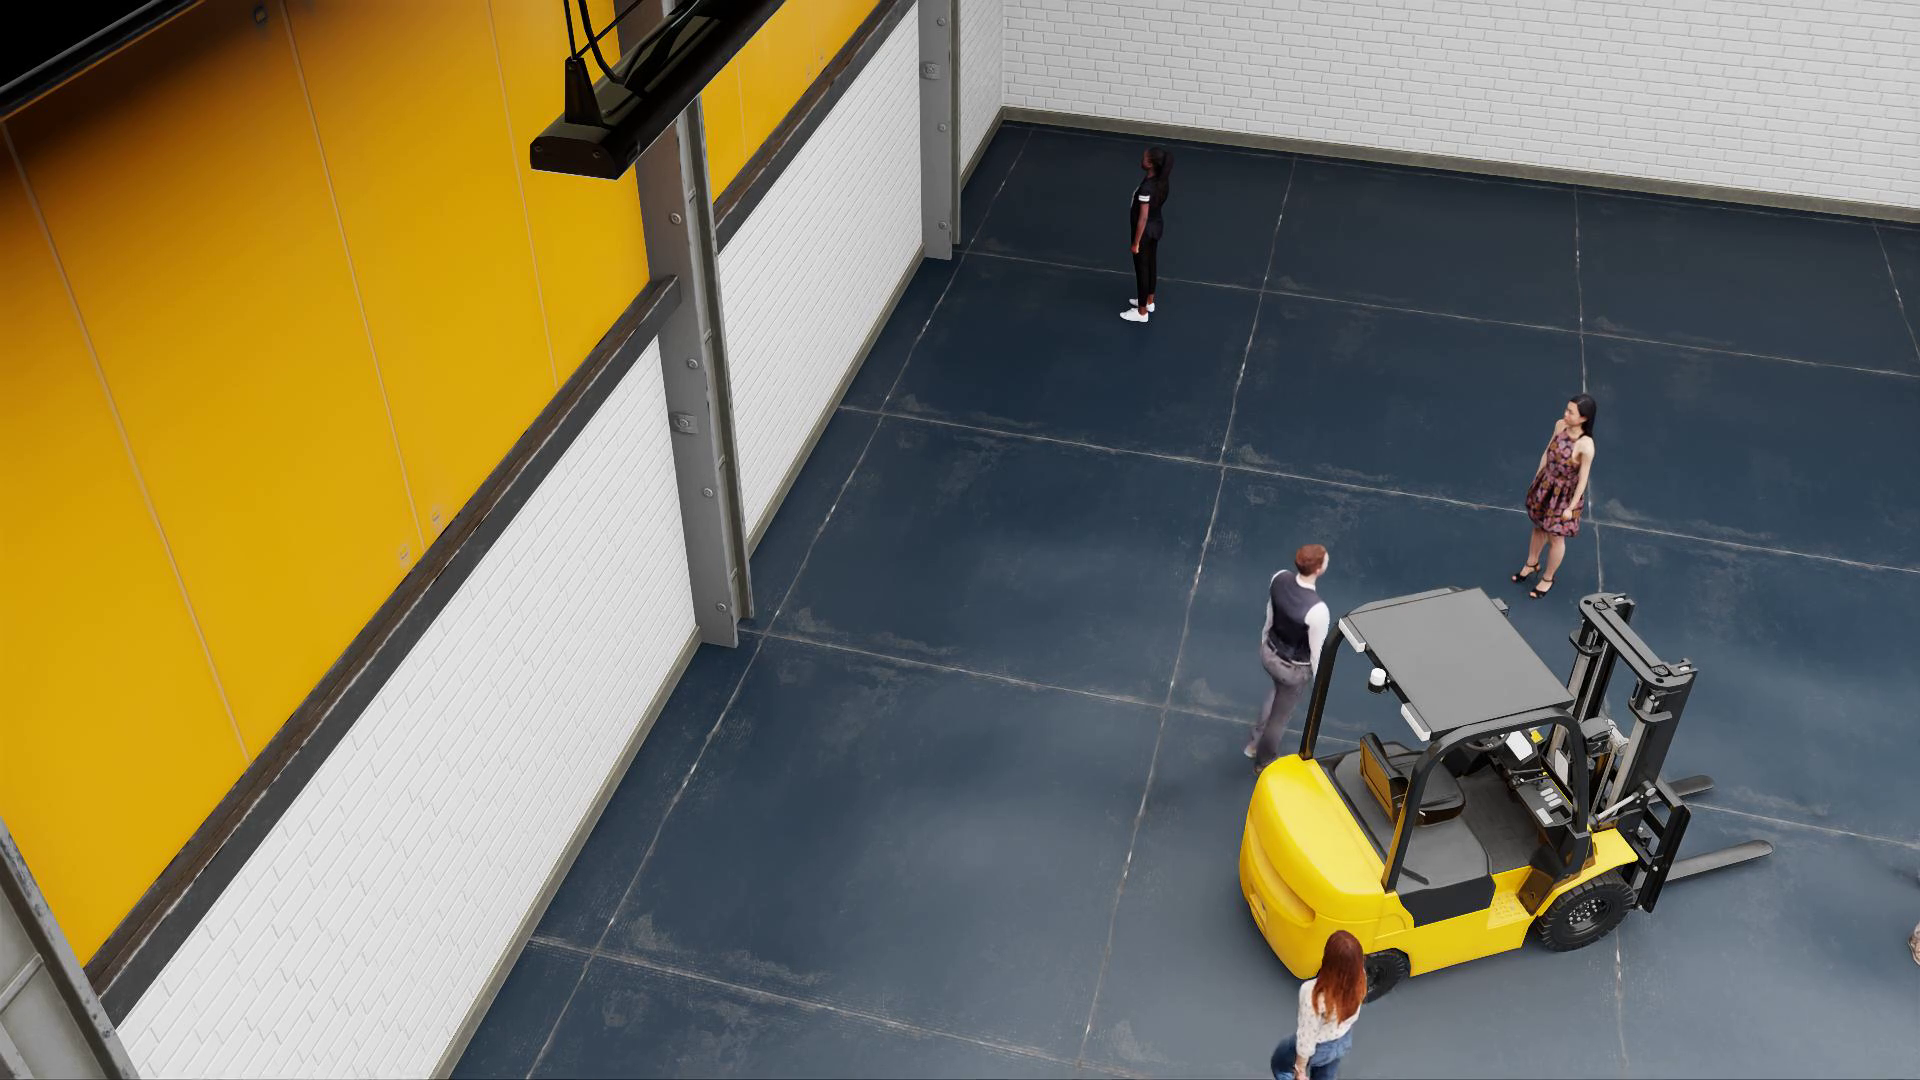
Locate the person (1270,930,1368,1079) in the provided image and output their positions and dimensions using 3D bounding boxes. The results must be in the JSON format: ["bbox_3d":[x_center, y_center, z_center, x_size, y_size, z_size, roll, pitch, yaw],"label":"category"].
[{"bbox_3d":[1.904,2.639,8.539,0.722,1.719,0.778,-17,42,-20],"label":"person"}]

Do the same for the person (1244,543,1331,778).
[{"bbox_3d":[2.030,0.804,10.671,0.857,1.927,0.786,-17,42,-21],"label":"person"}]

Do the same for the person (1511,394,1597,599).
[{"bbox_3d":[4.378,-0.318,12.197,0.863,1.773,0.789,-13,41,-16],"label":"person"}]

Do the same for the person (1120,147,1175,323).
[{"bbox_3d":[1.729,-2.843,15.397,0.714,1.726,0.588,17,42,20],"label":"person"}]
